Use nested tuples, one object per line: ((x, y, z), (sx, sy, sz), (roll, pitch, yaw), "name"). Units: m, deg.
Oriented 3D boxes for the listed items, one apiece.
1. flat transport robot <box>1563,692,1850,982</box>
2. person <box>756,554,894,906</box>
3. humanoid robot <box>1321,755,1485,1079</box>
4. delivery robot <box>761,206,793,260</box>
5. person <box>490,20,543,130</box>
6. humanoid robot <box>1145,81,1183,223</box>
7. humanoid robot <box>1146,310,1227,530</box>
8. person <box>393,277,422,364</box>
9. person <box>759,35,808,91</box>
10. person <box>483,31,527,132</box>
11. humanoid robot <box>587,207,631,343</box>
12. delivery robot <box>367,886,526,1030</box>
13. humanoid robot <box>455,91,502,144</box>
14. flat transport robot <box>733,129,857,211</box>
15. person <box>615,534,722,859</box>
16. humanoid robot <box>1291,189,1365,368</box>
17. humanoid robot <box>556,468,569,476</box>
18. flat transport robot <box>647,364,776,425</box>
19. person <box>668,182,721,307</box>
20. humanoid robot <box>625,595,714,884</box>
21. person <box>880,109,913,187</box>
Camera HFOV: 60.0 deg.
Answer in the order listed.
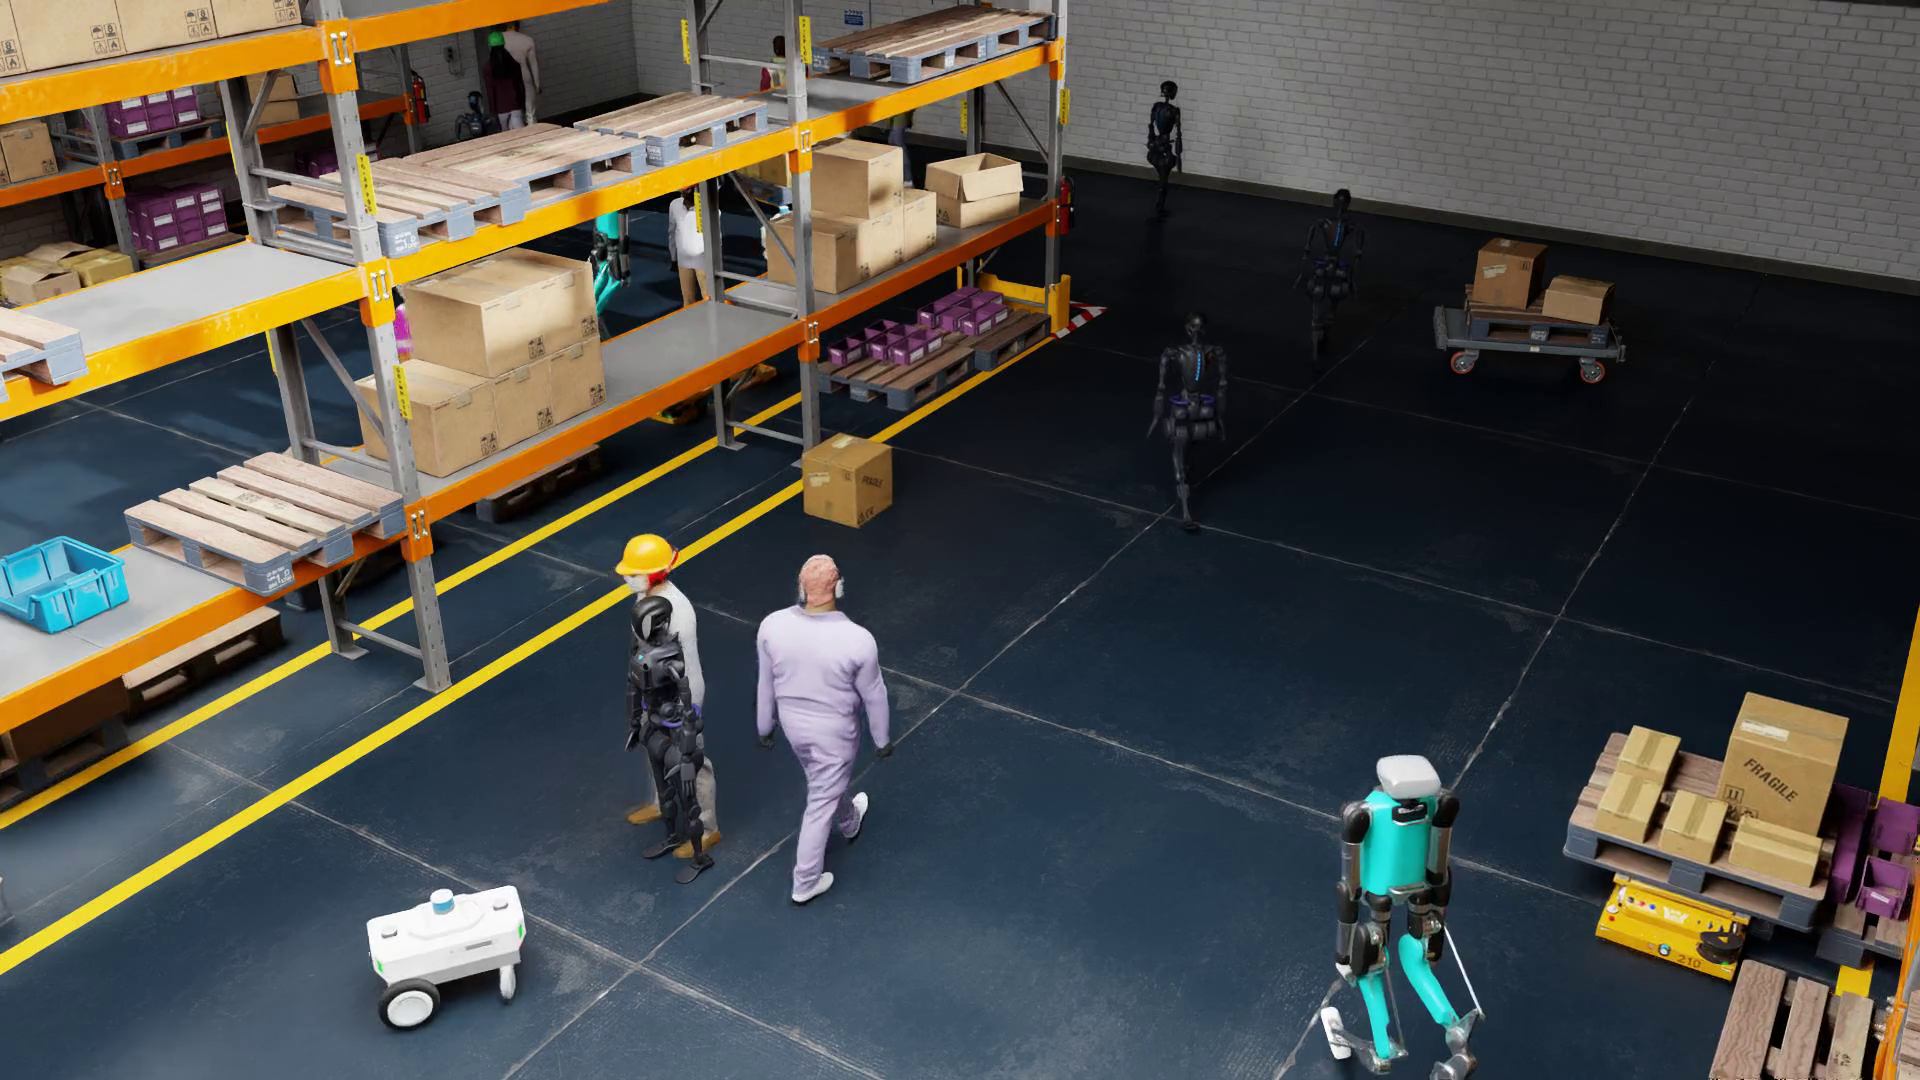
((3.868, 1.739, 8.771), (0.659, 0.231, 1.431), (16, 31, 28), "flat transport robot")
((-0.667, 0.933, 8.604), (0.682, 1.844, 0.940), (11, 29, 21), "person")
((1.905, 1.791, 7.024), (0.542, 1.718, 0.985), (-8, 28, -15), "humanoid robot")
((-1.947, -3.454, 18.701), (0.524, 0.606, 0.777), (7, 28, 13), "delivery robot")
((-5.970, -6.155, 22.489), (0.627, 1.936, 0.376), (0, 27, -1), "person")
((2.447, -4.619, 19.753), (0.567, 1.640, 0.601), (-16, 31, -29), "humanoid robot")
((1.728, -0.906, 12.507), (0.614, 1.638, 0.819), (-5, 27, -11), "humanoid robot")
((-4.199, -1.282, 13.025), (0.601, 1.838, 0.549), (14, 30, 26), "person")
((-2.320, -5.622, 21.568), (0.656, 1.809, 0.791), (-15, 30, -27), "person")
((-5.802, -5.550, 21.326), (0.499, 1.906, 0.940), (-8, 28, -16), "person")
((-3.388, -2.531, 15.508), (0.657, 1.741, 0.538), (-23, 35, -37), "humanoid robot")
((-2.482, 1.963, 8.010), (0.763, 0.592, 0.525), (-11, 29, -20), "delivery robot")
((-5.533, -4.342, 19.207), (0.595, 1.638, 0.640), (-2, 27, -4), "humanoid robot")
((-2.054, -4.255, 20.582), (0.659, 0.231, 1.431), (-24, 35, -38), "flat transport robot")
((-1.558, 0.815, 8.812), (0.392, 1.888, 0.583), (-17, 31, -30), "person")
((3.422, -2.451, 15.525), (0.616, 1.650, 0.691), (2, 27, 3), "humanoid robot")
((-3.292, -1.386, 13.277), (0.545, 1.771, 0.696), (13, 30, 24), "humanoid robot")
((-2.352, -1.399, 14.954), (0.659, 0.231, 1.431), (16, 31, 29), "flat transport robot")
((-2.528, -2.675, 15.827), (0.558, 1.751, 0.324), (11, 29, 20), "person")
((-1.516, 1.023, 8.611), (0.315, 1.657, 0.599), (-22, 34, -36), "humanoid robot")
((-0.869, -5.309, 21.169), (0.644, 1.615, 0.507), (9, 28, 17), "person")
